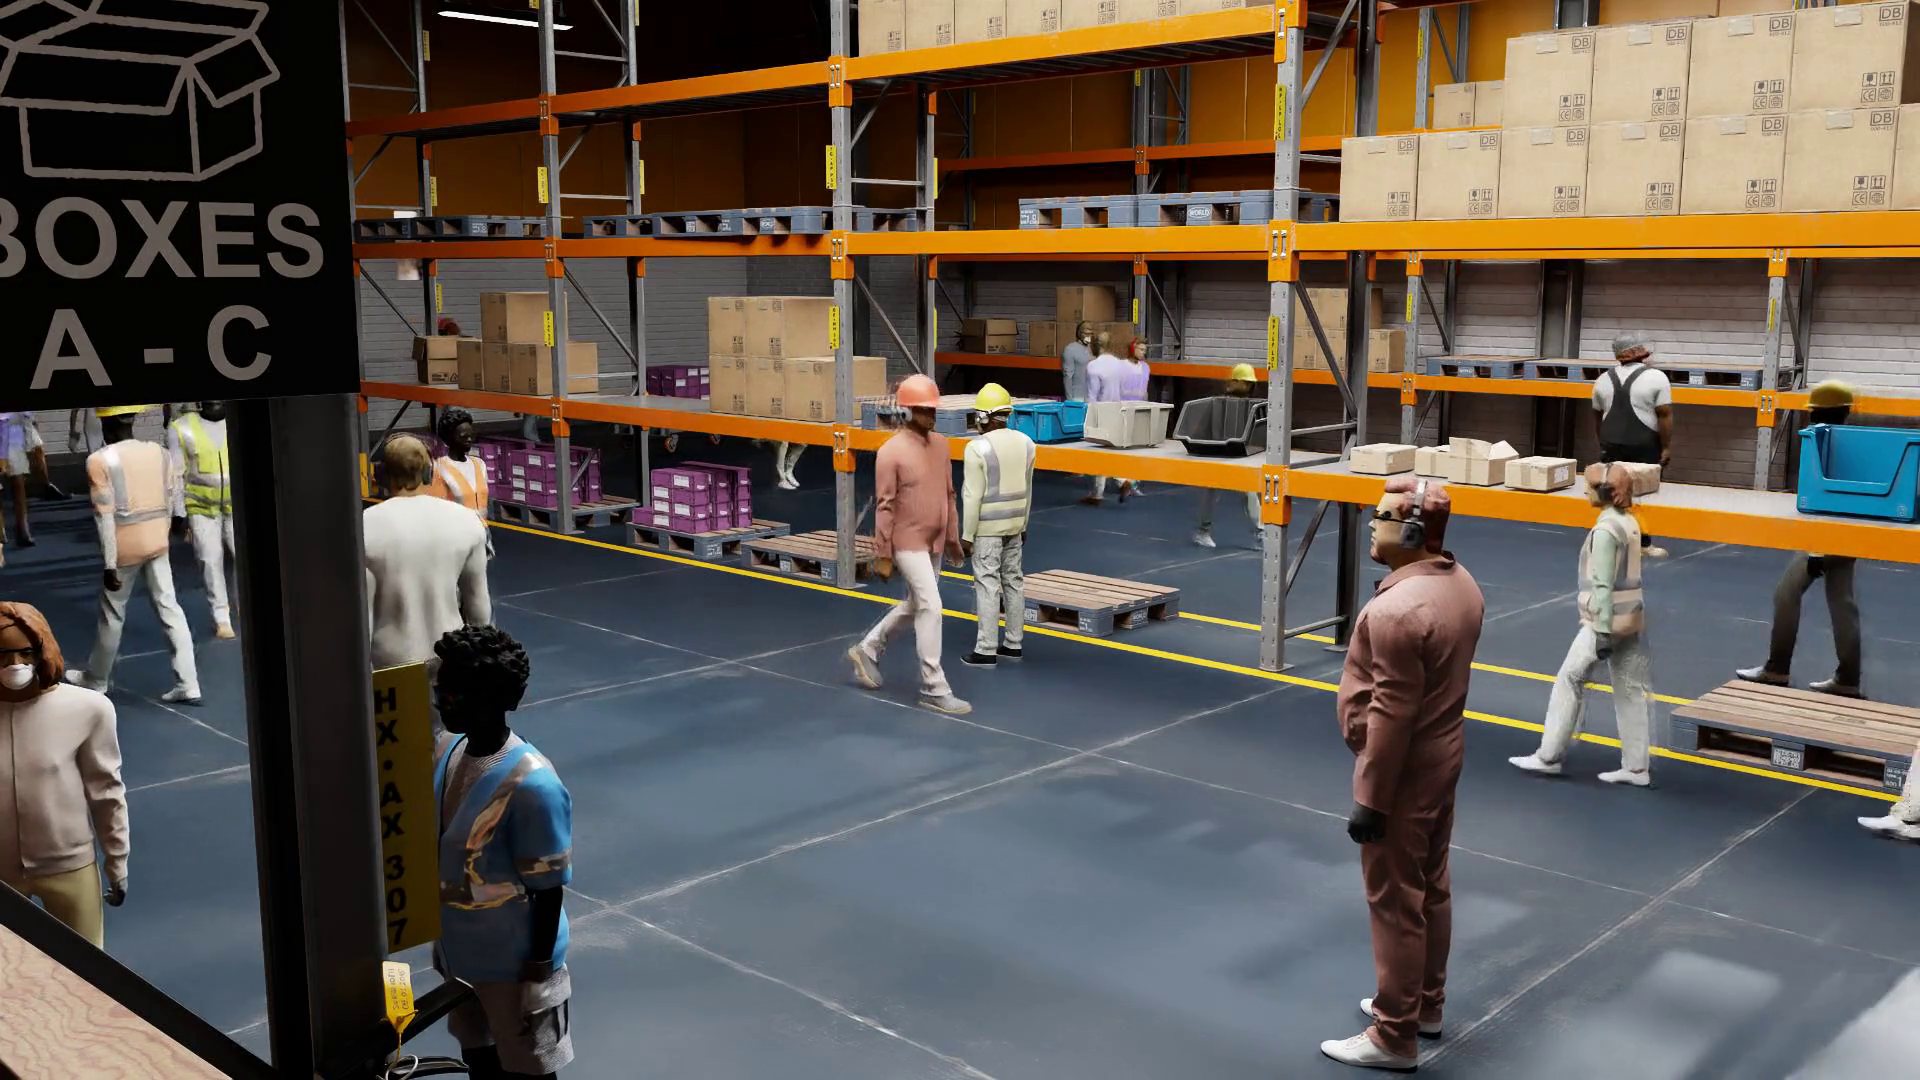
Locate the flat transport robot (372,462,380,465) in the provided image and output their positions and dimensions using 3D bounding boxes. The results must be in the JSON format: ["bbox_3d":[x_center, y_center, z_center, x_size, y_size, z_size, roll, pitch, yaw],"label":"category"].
[{"bbox_3d":[-6.767,-0.820,19.952,1.431,0.197,0.652,-5,10,-28],"label":"flat transport robot"}]

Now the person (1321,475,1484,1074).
[{"bbox_3d":[1.415,0.742,5.360,0.409,1.913,0.650,6,11,34],"label":"person"}]

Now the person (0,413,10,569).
[{"bbox_3d":[-8.386,-0.748,14.090,0.609,2.044,0.394,-1,9,-6],"label":"person"}]

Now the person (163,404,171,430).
[{"bbox_3d":[-8.878,-1.356,19.146,0.520,1.605,0.746,-9,13,-44],"label":"person"}]

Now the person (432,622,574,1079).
[{"bbox_3d":[-1.168,1.041,4.182,0.533,1.697,0.319,9,13,43],"label":"person"}]

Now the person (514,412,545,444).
[{"bbox_3d":[-5.397,-1.634,20.859,0.403,1.608,0.527,-8,12,-41],"label":"person"}]

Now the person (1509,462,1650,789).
[{"bbox_3d":[3.120,0.418,8.265,0.754,1.608,0.541,7,12,37],"label":"person"}]

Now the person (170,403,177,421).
[{"bbox_3d":[-8.153,-1.286,17.702,1.021,1.936,0.622,7,12,37],"label":"person"}]

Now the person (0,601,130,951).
[{"bbox_3d":[-2.679,0.973,4.821,0.499,1.628,0.277,-4,10,-23],"label":"person"}]

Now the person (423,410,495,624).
[{"bbox_3d":[-3.102,0.037,10.338,0.319,1.697,0.532,4,10,23],"label":"person"}]

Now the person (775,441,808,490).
[{"bbox_3d":[-1.994,-1.497,19.280,0.418,1.854,0.524,7,11,35],"label":"person"}]

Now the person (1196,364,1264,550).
[{"bbox_3d":[2.514,-0.741,15.111,0.488,1.696,0.943,-6,11,-33],"label":"person"}]

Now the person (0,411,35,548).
[{"bbox_3d":[-8.756,-0.857,15.214,0.583,1.881,0.945,-7,12,-37],"label":"person"}]

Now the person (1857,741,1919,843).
[{"bbox_3d":[4.304,0.592,7.187,0.780,1.594,0.549,5,10,27],"label":"person"}]

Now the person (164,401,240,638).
[{"bbox_3d":[-5.130,-0.218,11.505,0.638,1.825,0.456,-5,11,-30],"label":"person"}]

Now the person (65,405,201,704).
[{"bbox_3d":[-4.895,0.035,9.808,1.006,1.868,0.611,4,10,24],"label":"person"}]

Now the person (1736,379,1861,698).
[{"bbox_3d":[5.139,-0.017,10.057,0.615,1.896,0.808,-7,12,-38],"label":"person"}]

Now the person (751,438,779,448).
[{"bbox_3d":[-2.805,-2.178,23.604,0.658,1.813,0.760,-4,10,-22],"label":"person"}]

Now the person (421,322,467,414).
[{"bbox_3d":[-6.715,-1.918,21.795,0.653,1.860,0.524,4,10,22],"label":"person"}]

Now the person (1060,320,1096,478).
[{"bbox_3d":[1.492,-1.737,20.494,0.372,1.934,0.627,8,12,39],"label":"person"}]

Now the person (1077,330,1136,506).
[{"bbox_3d":[1.581,-1.276,17.747,0.680,1.918,0.636,6,11,35],"label":"person"}]

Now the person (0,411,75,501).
[{"bbox_3d":[-10.335,-1.336,18.152,0.959,1.904,0.544,-6,11,-32],"label":"person"}]

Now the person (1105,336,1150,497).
[{"bbox_3d":[1.879,-1.415,18.898,0.586,1.818,0.718,-8,12,-40],"label":"person"}]

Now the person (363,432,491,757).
[{"bbox_3d":[-2.252,0.492,6.962,0.647,1.898,1.010,-6,11,-34],"label":"person"}]

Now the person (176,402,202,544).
[{"bbox_3d":[-6.957,-0.919,15.291,0.659,1.998,0.508,1,9,6],"label":"person"}]

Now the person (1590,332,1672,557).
[{"bbox_3d":[6.009,-0.873,14.862,0.535,2.000,0.756,-7,12,-38],"label":"person"}]

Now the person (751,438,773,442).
[{"bbox_3d":[-2.771,-2.384,24.461,0.739,1.926,0.604,0,9,1],"label":"person"}]

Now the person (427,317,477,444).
[{"bbox_3d":[-7.221,-2.178,23.374,0.557,1.896,1.014,8,12,39],"label":"person"}]

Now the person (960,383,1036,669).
[{"bbox_3d":[0.216,-0.089,10.698,0.403,1.833,0.586,9,13,44],"label":"person"}]

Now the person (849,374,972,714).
[{"bbox_3d":[-0.312,-0.001,9.769,0.918,1.967,0.607,6,11,33],"label":"person"}]

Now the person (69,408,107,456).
[{"bbox_3d":[-8.612,-1.050,16.674,0.563,1.798,1.011,-4,10,-24],"label":"person"}]
